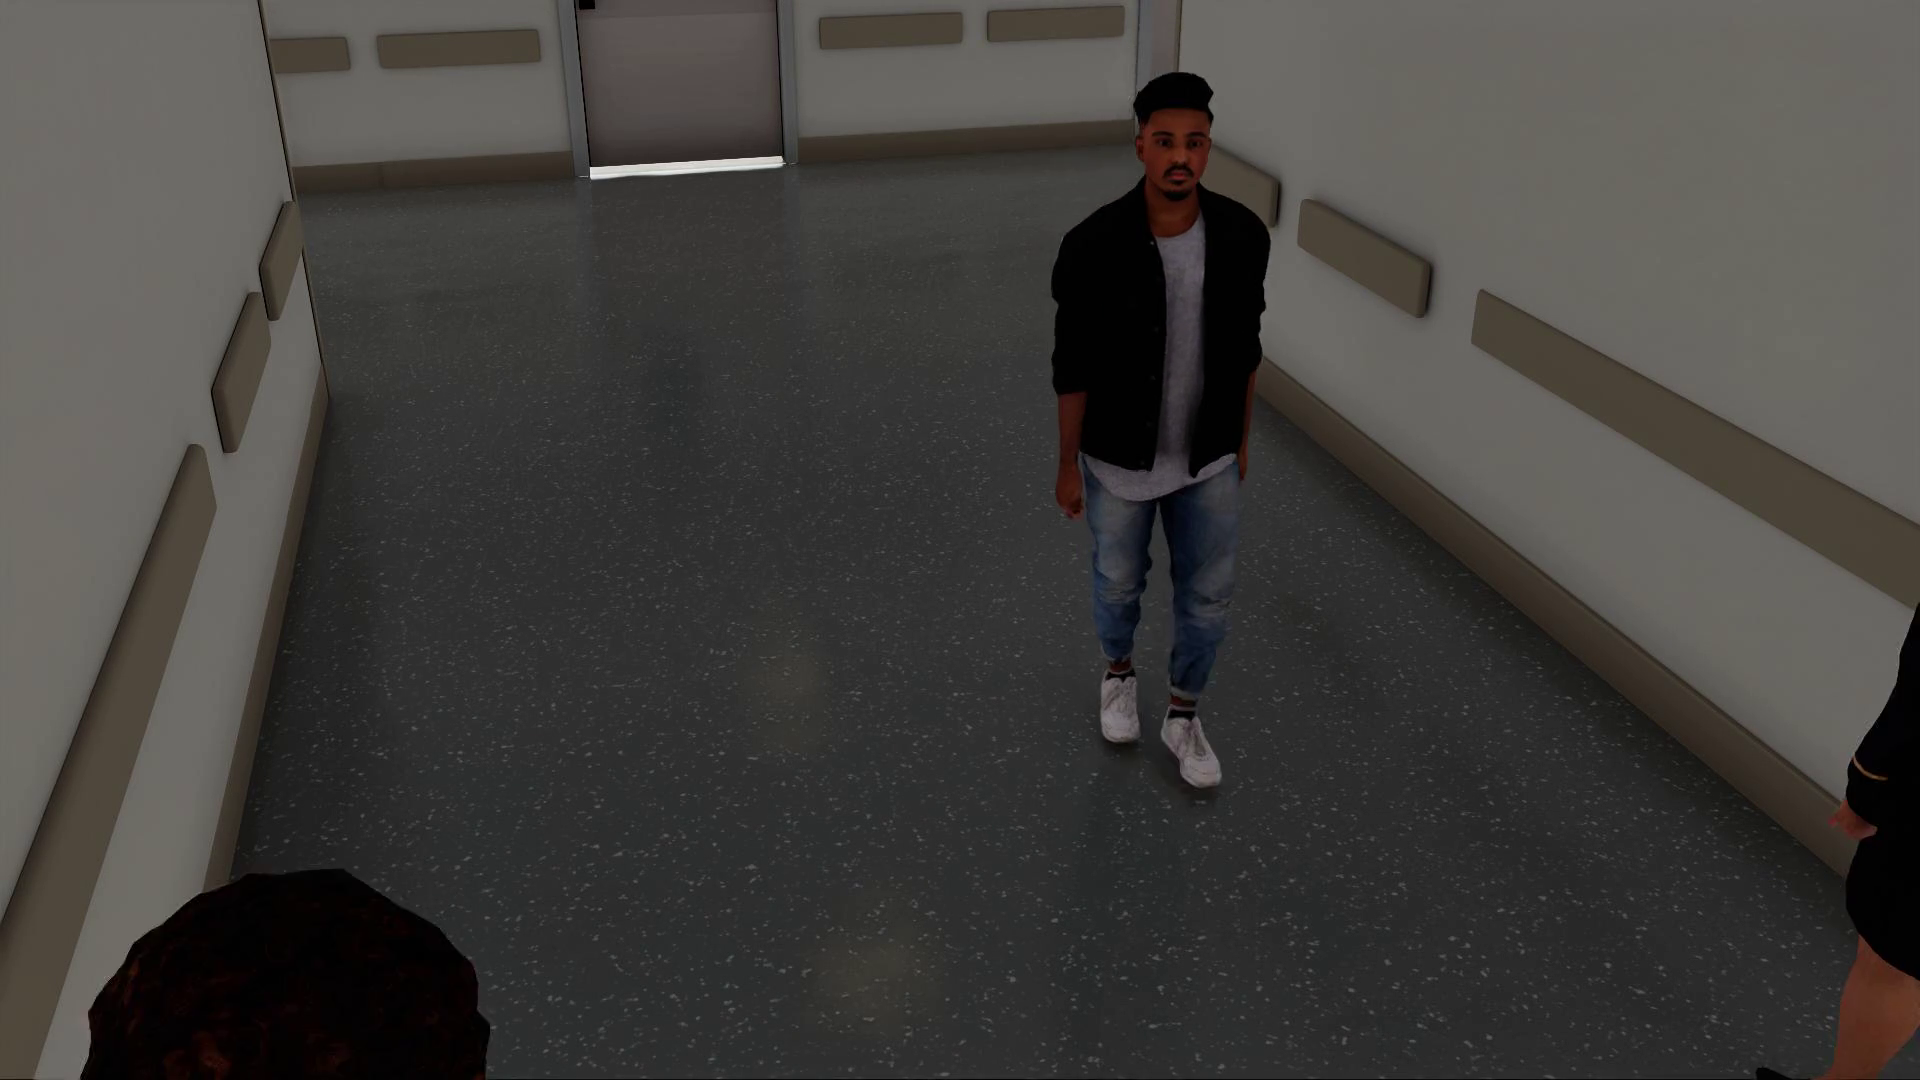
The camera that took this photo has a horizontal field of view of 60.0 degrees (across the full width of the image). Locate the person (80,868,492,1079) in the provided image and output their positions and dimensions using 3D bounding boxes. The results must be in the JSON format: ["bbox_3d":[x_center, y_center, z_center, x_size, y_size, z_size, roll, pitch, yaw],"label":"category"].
[{"bbox_3d":[-0.513,1.092,1.502,1.044,1.692,0.906,3,26,7],"label":"person"}]

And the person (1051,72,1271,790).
[{"bbox_3d":[0.488,-0.303,4.281,0.798,1.791,0.841,-1,26,-3],"label":"person"}]
